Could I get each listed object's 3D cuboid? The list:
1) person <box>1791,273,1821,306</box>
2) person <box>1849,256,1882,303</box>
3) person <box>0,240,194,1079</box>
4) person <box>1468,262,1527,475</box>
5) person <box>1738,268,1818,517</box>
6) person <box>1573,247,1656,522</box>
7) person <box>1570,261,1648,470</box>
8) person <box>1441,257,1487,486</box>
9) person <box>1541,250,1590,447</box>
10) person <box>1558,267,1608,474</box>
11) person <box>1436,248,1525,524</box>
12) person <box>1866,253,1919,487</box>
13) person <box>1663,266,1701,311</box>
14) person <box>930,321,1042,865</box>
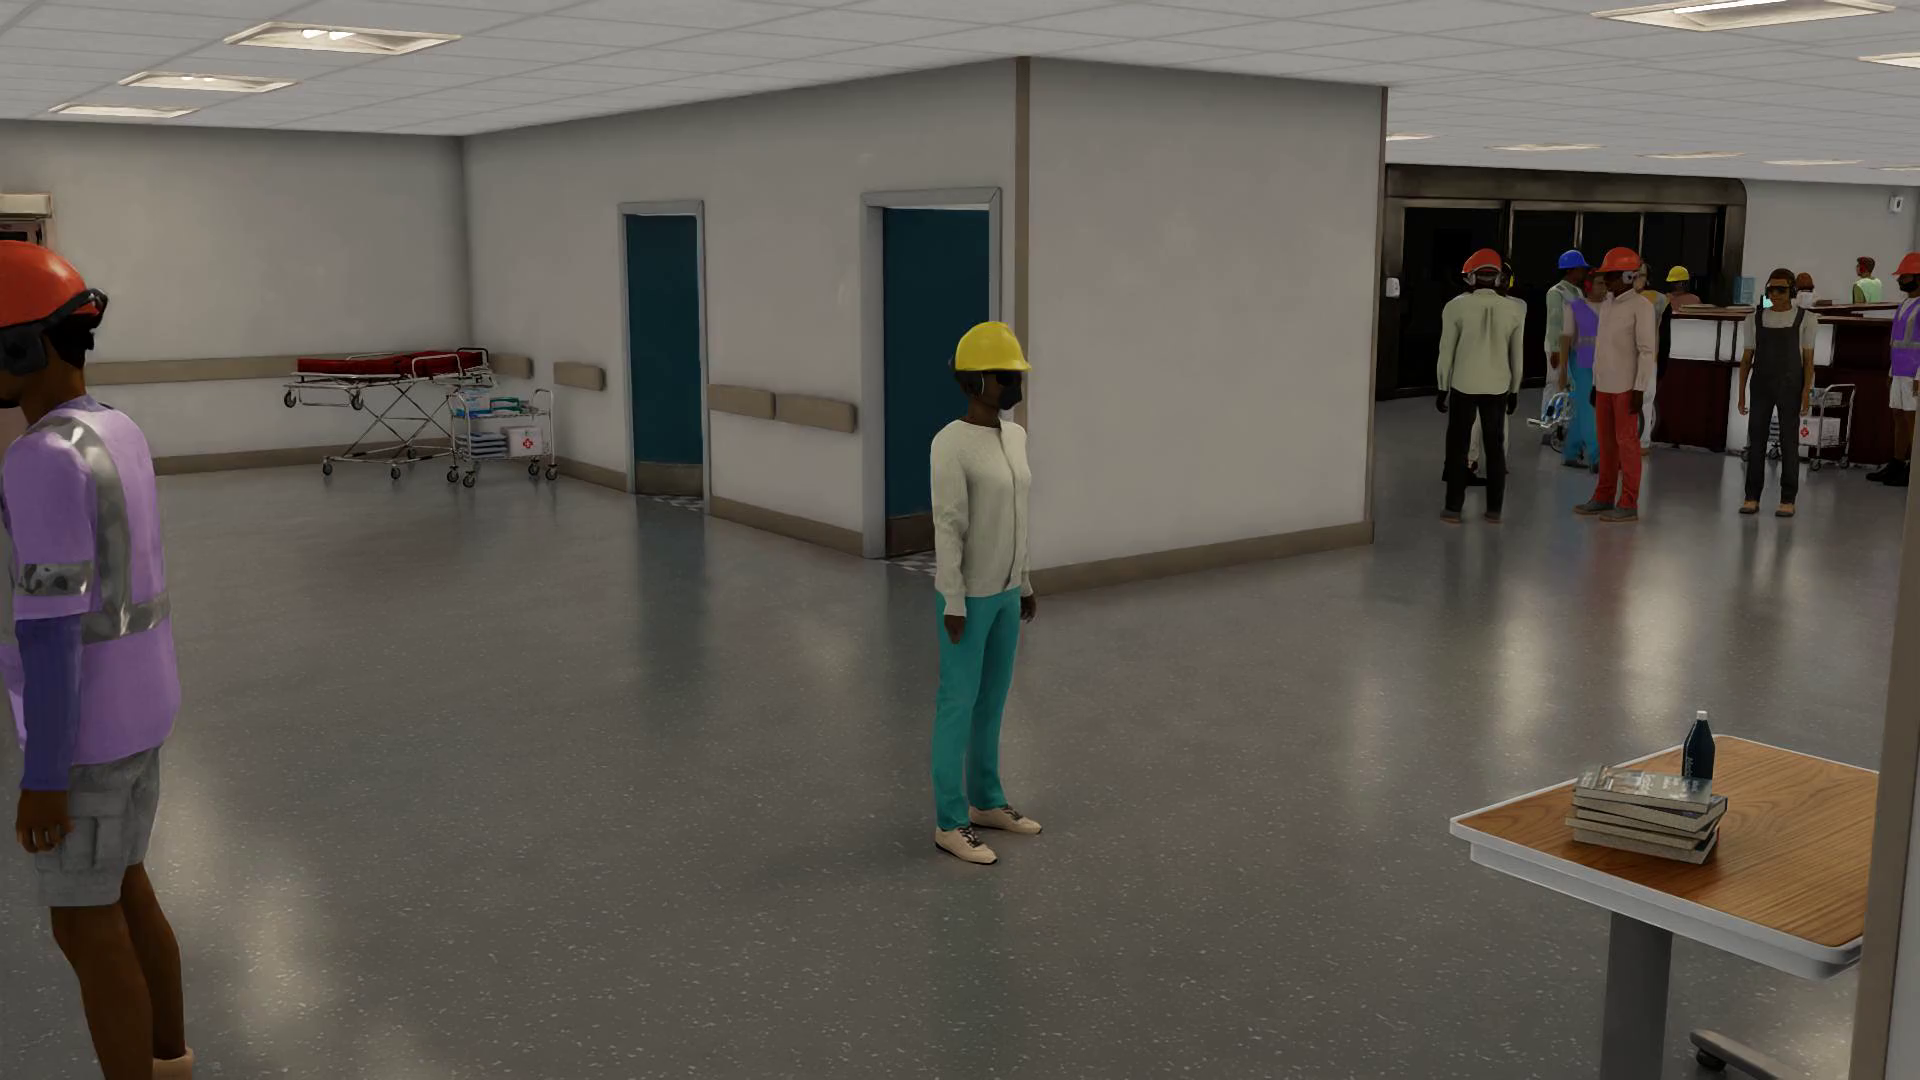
[{"bbox_3d":[11.260,-2.756,22.266,0.498,1.633,0.284,-3,11,-16],"label":"person"},{"bbox_3d":[12.039,-2.847,22.179,0.564,1.846,0.390,-8,13,-37],"label":"person"},{"bbox_3d":[-1.886,0.392,3.541,0.409,2.028,0.618,-3,10,-14],"label":"person"},{"bbox_3d":[4.670,-1.497,14.568,0.508,1.864,0.329,4,11,19],"label":"person"},{"bbox_3d":[6.063,-1.092,12.383,0.508,1.842,0.352,8,13,37],"label":"person"},{"bbox_3d":[4.789,-1.129,12.140,0.396,1.991,0.623,-2,10,-11],"label":"person"},{"bbox_3d":[5.894,-1.586,15.032,0.722,1.876,0.661,9,14,42],"label":"person"},{"bbox_3d":[4.281,-1.418,13.954,0.389,1.928,0.550,-1,10,-3],"label":"person"},{"bbox_3d":[6.054,-1.916,16.669,0.379,1.951,0.606,9,13,40],"label":"person"},{"bbox_3d":[5.647,-1.483,14.661,0.571,1.808,0.901,-4,11,-22],"label":"person"},{"bbox_3d":[3.756,-1.106,12.055,0.623,1.985,0.425,0,10,-1],"label":"person"},{"bbox_3d":[7.899,-1.412,13.875,0.370,1.939,0.543,1,10,6],"label":"person"},{"bbox_3d":[8.248,-2.275,19.213,0.524,1.764,0.329,9,14,42],"label":"person"},{"bbox_3d":[0.088,0.166,5.517,0.304,1.771,0.523,6,12,30],"label":"person"}]
